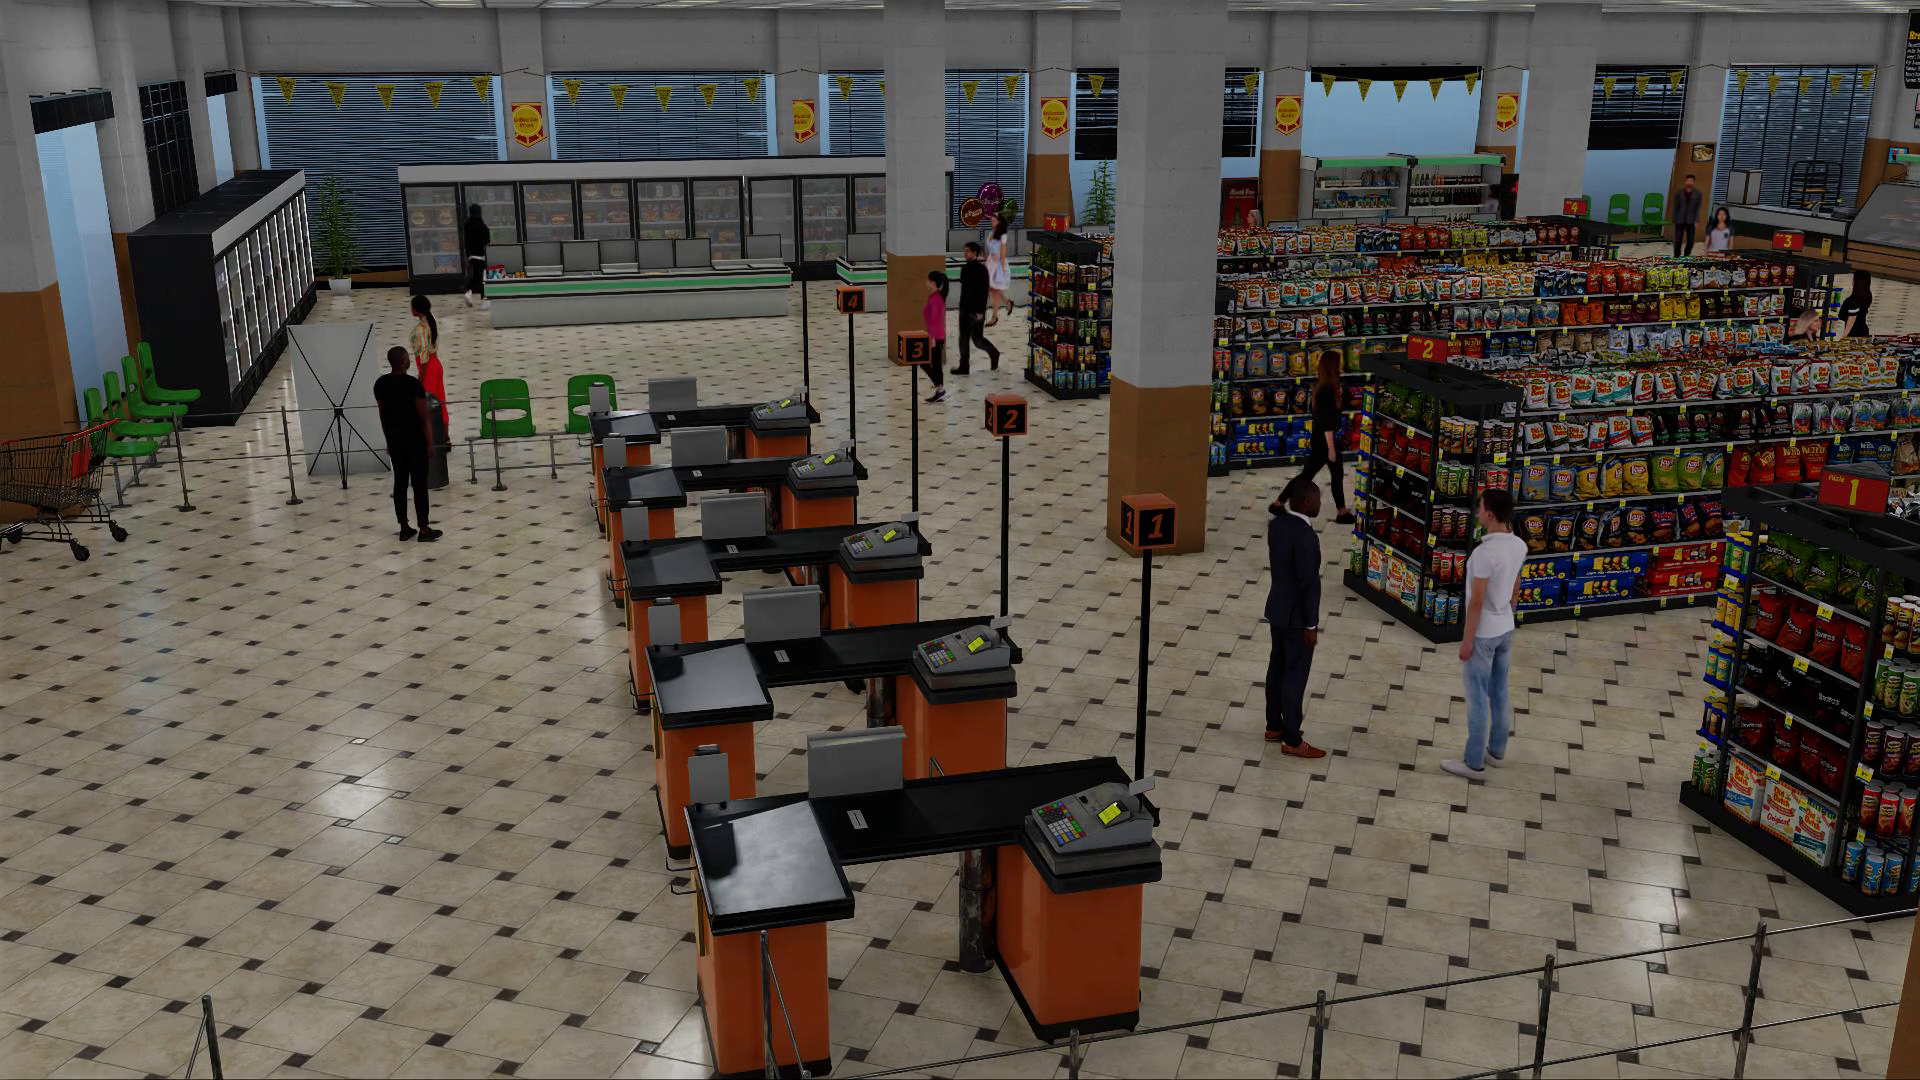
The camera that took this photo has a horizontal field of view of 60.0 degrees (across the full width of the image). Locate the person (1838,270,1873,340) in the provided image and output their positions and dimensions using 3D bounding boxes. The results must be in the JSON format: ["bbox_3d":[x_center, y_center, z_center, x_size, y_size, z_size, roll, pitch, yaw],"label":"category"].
[{"bbox_3d":[11.625,-2.696,21.615,0.647,1.639,0.754,-13,21,-37],"label":"person"}]

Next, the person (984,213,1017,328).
[{"bbox_3d":[0.655,-4.343,26.750,0.971,1.808,0.820,-10,20,-31],"label":"person"}]

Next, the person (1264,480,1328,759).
[{"bbox_3d":[2.166,0.492,10.797,0.613,1.826,0.701,-3,17,-10],"label":"person"}]

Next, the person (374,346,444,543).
[{"bbox_3d":[-5.106,-0.889,15.355,0.687,1.819,0.811,5,17,15],"label":"person"}]

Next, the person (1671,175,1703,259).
[{"bbox_3d":[14.562,-6.389,33.395,0.920,1.862,0.972,7,18,22],"label":"person"}]

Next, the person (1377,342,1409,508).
[{"bbox_3d":[4.171,-1.126,16.418,0.705,1.655,0.689,4,17,12],"label":"person"}]

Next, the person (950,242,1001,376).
[{"bbox_3d":[0.244,-3.156,22.819,1.105,1.821,0.963,-13,21,-37],"label":"person"}]

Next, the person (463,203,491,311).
[{"bbox_3d":[-8.226,-4.780,28.201,0.943,1.801,0.995,8,19,26],"label":"person"}]

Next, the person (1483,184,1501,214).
[{"bbox_3d":[10.544,-6.161,32.893,0.785,1.717,0.690,-1,17,-3],"label":"person"}]

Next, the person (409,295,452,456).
[{"bbox_3d":[-5.902,-1.835,18.518,0.639,1.792,0.663,1,17,3],"label":"person"}]

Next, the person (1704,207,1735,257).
[{"bbox_3d":[13.138,-4.915,28.842,0.777,1.686,0.836,6,18,19],"label":"person"}]

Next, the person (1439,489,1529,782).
[{"bbox_3d":[3.332,0.586,10.444,0.638,1.851,0.777,-15,23,-41],"label":"person"}]

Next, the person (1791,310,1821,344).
[{"bbox_3d":[9.129,-1.671,18.164,0.629,1.685,0.748,-15,22,-40],"label":"person"}]

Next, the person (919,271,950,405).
[{"bbox_3d":[-0.233,-2.546,21.029,0.703,1.693,0.689,2,17,6],"label":"person"}]

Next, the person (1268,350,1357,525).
[{"bbox_3d":[3.344,-0.934,15.749,1.236,1.677,0.980,4,17,12],"label":"person"}]
